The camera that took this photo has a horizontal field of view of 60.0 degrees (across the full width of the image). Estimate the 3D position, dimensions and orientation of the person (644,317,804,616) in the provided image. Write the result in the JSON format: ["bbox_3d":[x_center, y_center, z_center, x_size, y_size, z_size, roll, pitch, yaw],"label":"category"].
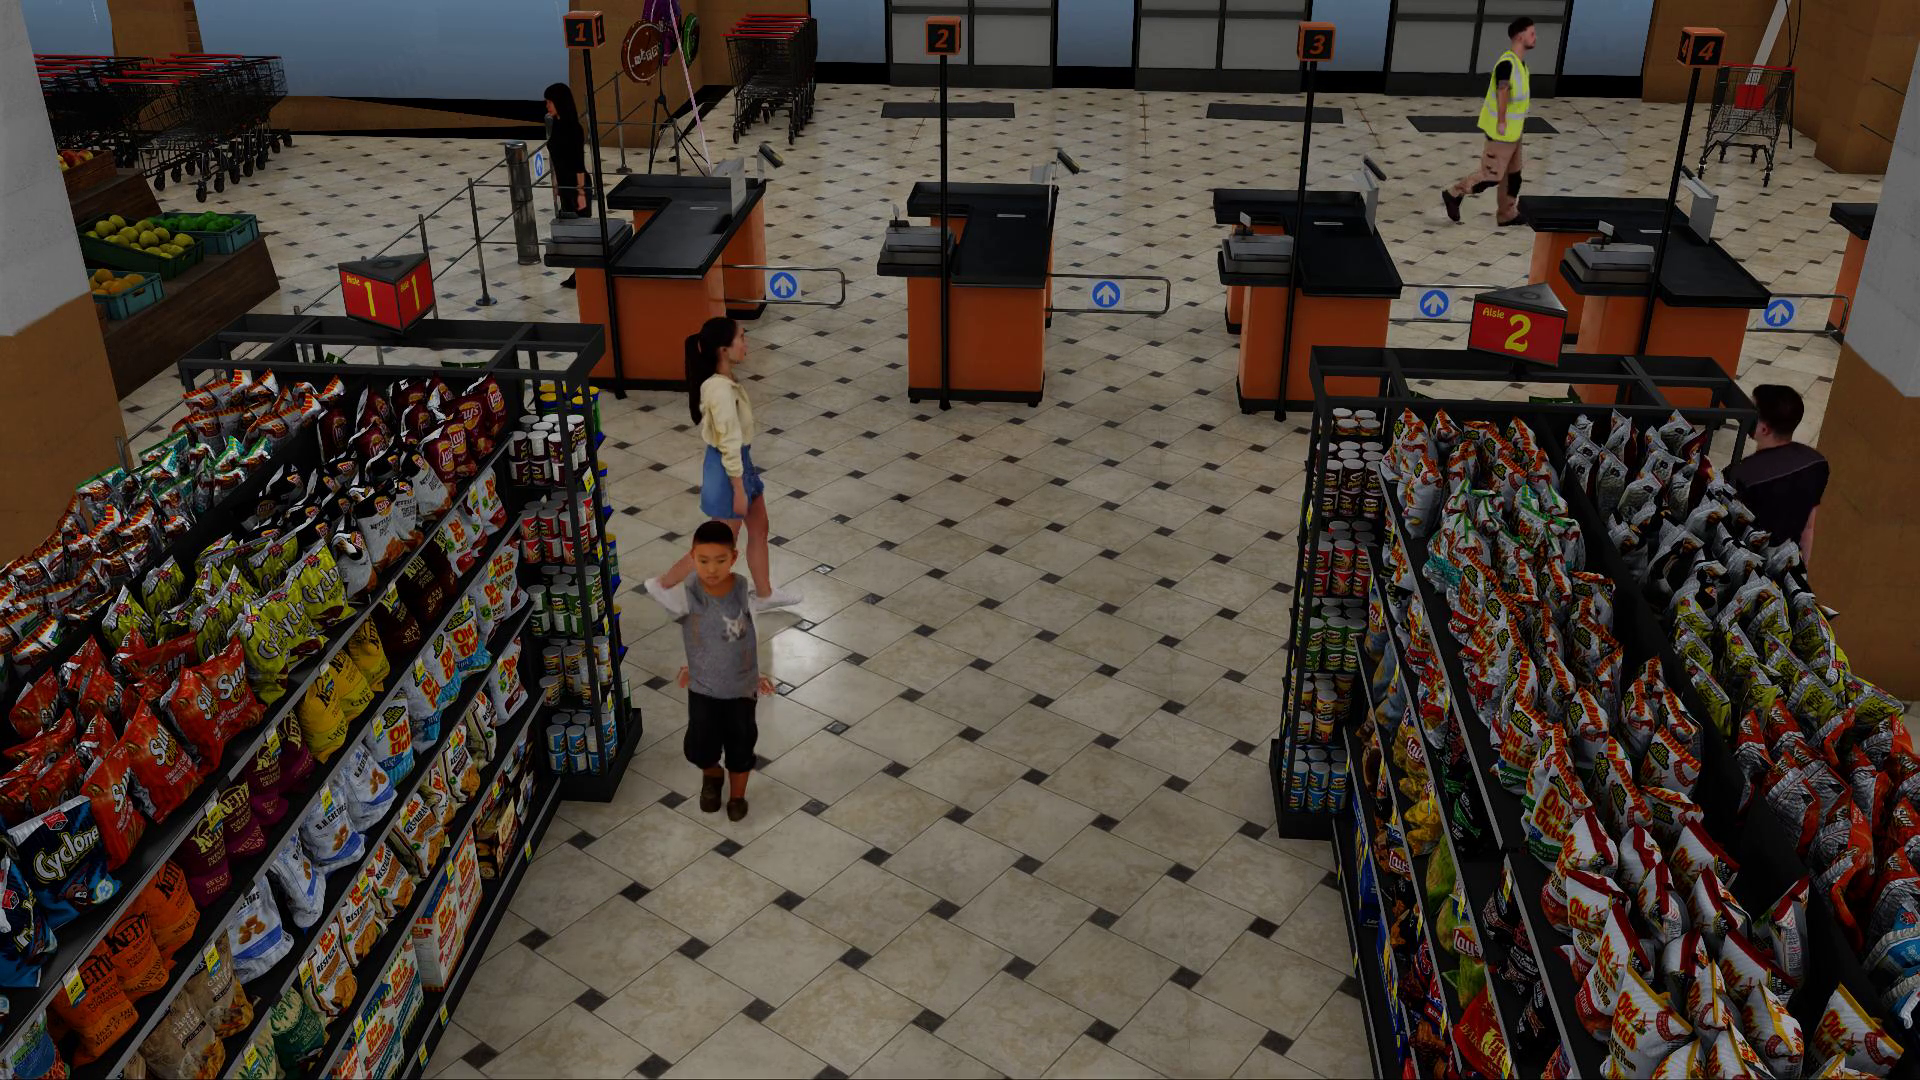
[{"bbox_3d":[-1.219,-0.307,8.300,0.894,1.610,1.054,-6,27,-11],"label":"person"}]

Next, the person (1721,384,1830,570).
[{"bbox_3d":[3.331,0.253,6.961,1.055,1.823,1.192,-11,29,-21],"label":"person"}]

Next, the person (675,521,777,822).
[{"bbox_3d":[-0.985,0.499,6.890,0.629,1.449,0.680,-3,27,-6],"label":"person"}]

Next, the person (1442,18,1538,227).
[{"bbox_3d":[4.725,-3.647,14.649,0.982,1.825,1.066,12,29,23],"label":"person"}]

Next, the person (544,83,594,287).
[{"bbox_3d":[-3.050,-2.788,13.161,0.683,1.638,0.638,-24,35,-39],"label":"person"}]
